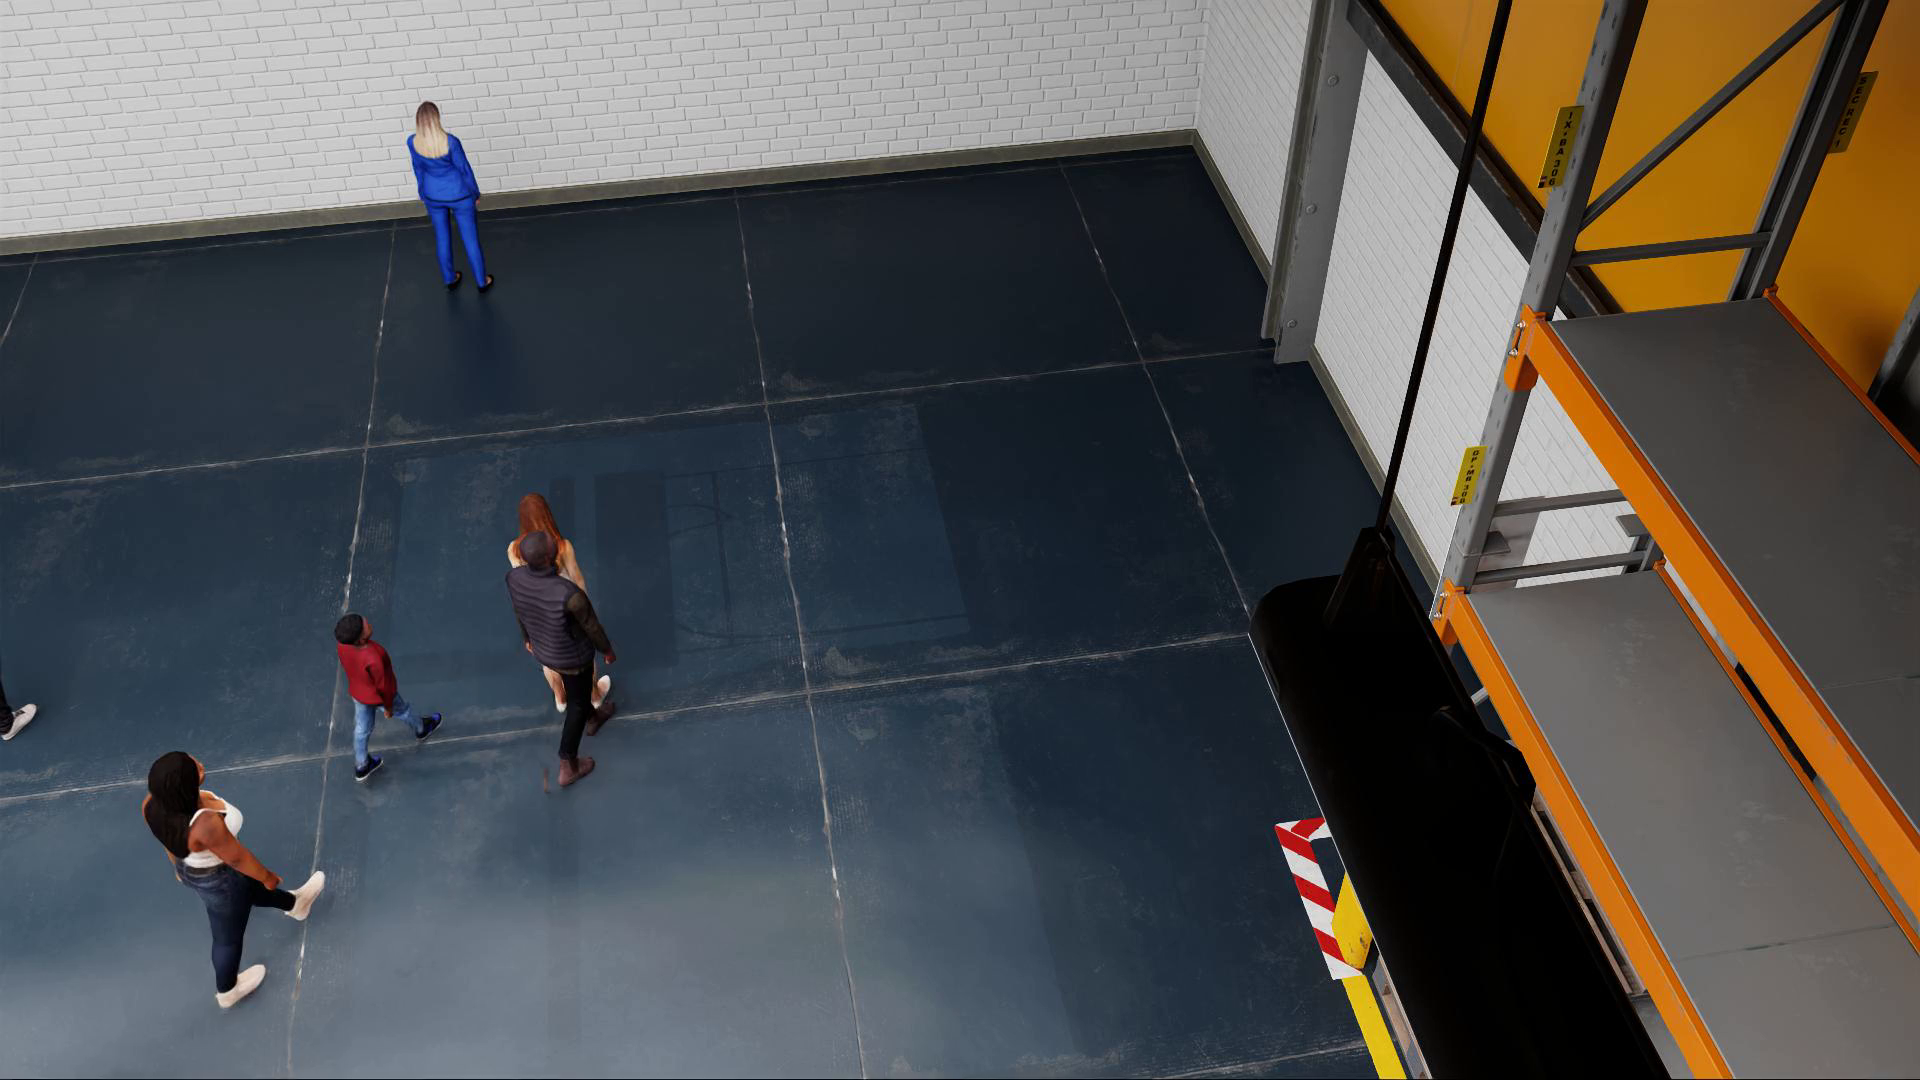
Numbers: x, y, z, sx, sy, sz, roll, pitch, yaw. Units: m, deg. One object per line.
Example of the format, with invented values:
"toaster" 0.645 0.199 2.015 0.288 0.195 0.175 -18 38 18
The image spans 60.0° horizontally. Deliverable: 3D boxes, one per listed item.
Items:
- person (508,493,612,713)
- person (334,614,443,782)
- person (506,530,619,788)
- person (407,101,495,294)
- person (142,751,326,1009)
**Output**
"person" -2.449 0.402 10.078 0.581 1.705 0.563 -1 44 -1
"person" -3.530 0.934 9.866 0.793 1.226 0.929 18 46 18
"person" -2.337 0.682 9.698 1.011 1.824 1.091 21 48 21
"person" -4.123 -2.743 13.384 0.691 1.699 0.645 5 44 5
"person" -3.903 1.795 8.567 1.103 1.773 1.160 26 49 24
